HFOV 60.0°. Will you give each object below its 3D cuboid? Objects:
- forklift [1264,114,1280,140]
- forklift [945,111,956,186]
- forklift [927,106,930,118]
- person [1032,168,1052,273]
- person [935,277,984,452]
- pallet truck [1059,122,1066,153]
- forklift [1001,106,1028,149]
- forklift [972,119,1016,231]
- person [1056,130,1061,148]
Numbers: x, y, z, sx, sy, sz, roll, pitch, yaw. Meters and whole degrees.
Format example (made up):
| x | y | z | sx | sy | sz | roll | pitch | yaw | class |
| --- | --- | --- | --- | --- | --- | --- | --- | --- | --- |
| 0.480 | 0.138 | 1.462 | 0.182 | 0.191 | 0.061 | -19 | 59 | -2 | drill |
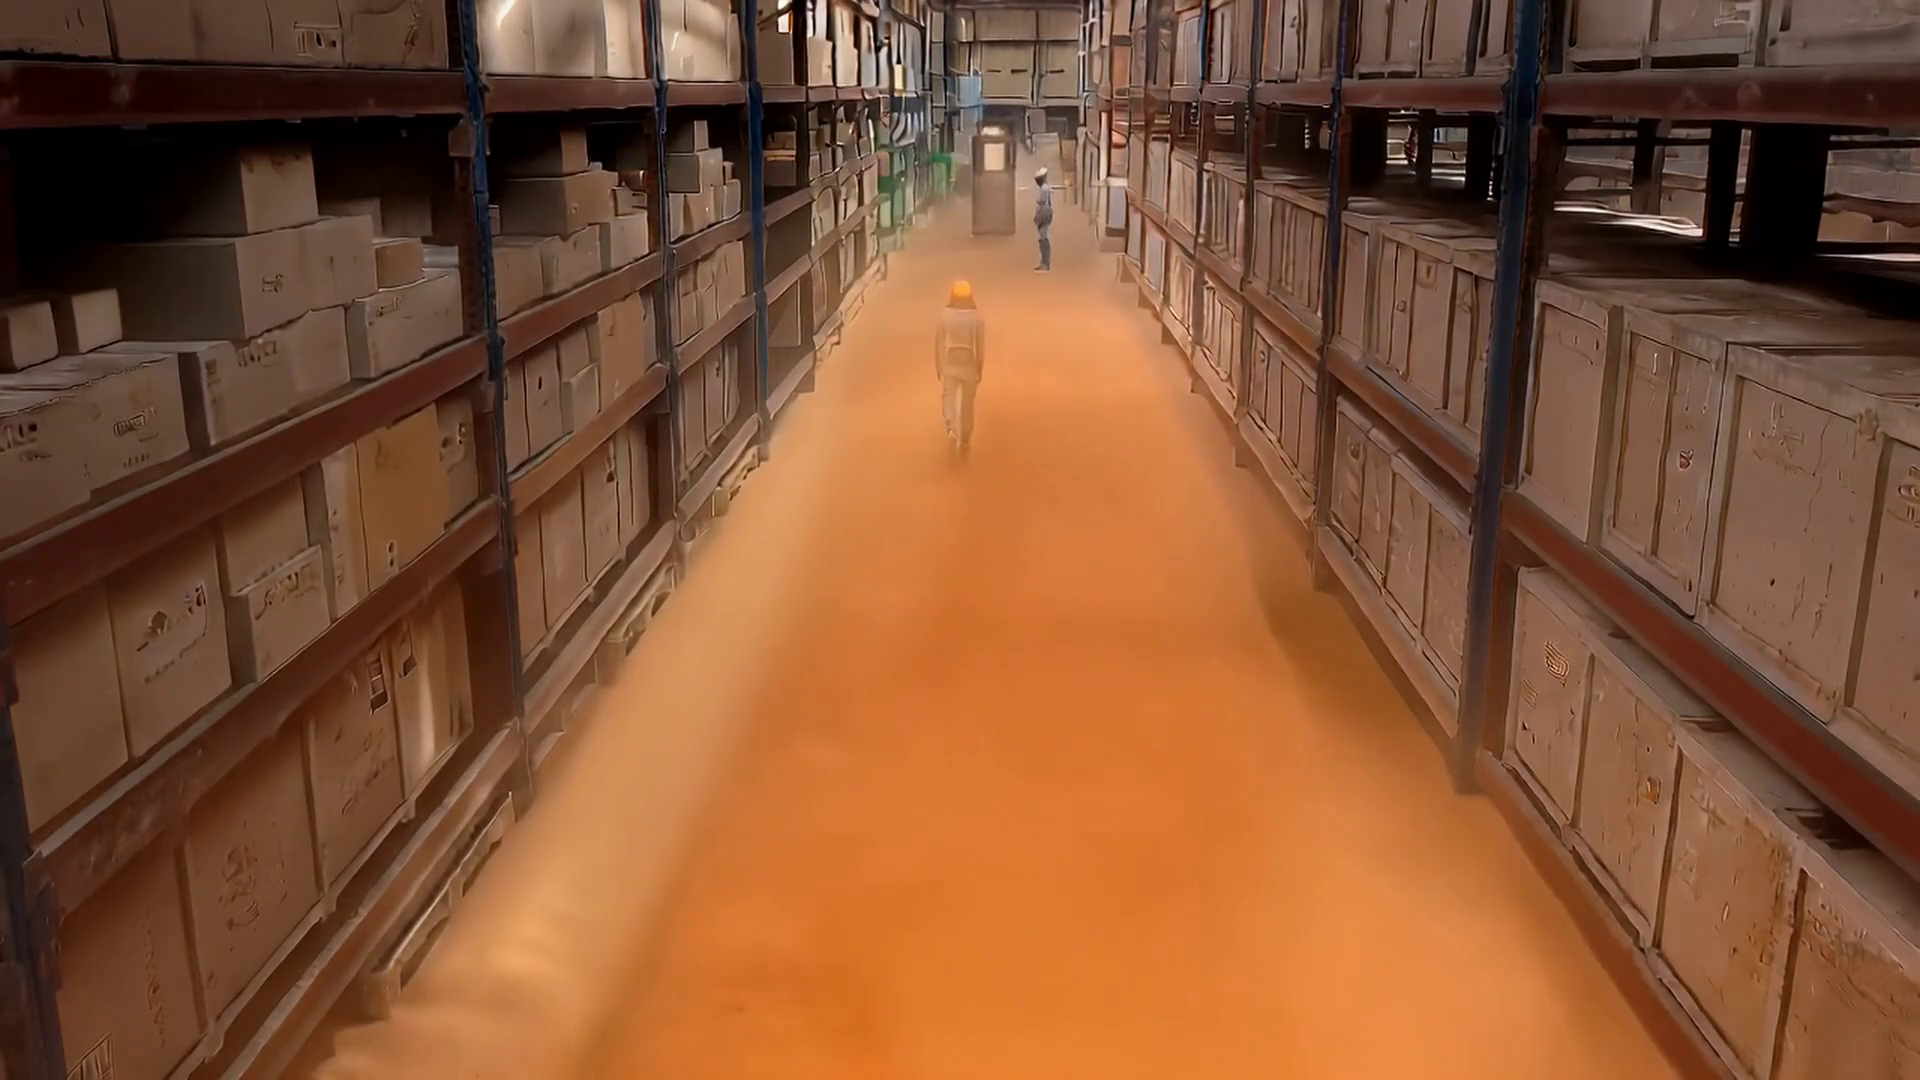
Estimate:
| x | y | z | sx | sy | sz | roll | pitch | yaw | class |
| --- | --- | --- | --- | --- | --- | --- | --- | --- | --- |
| 11.020 | -13.935 | 59.639 | 1.129 | 2.768 | 1.873 | 0 | 15 | 2 | forklift |
| -0.394 | -14.658 | 62.330 | 1.873 | 2.768 | 1.129 | 0 | 15 | 1 | forklift |
| -1.931 | -21.332 | 87.160 | 1.129 | 2.768 | 1.873 | 0 | 15 | 2 | forklift |
| 1.615 | -6.316 | 32.878 | 0.373 | 2.042 | 0.614 | 4 | 15 | 13 | person |
| -0.010 | -1.697 | 16.290 | 0.485 | 1.728 | 0.650 | 1 | 15 | 4 | person |
| 5.788 | -21.111 | 88.014 | 1.885 | 1.965 | 0.823 | 5 | 16 | 18 | pallet truck |
| 2.539 | -20.165 | 82.819 | 1.129 | 2.768 | 1.873 | -7 | 17 | -24 | forklift |
| 0.883 | -9.439 | 42.910 | 1.129 | 2.768 | 1.873 | 0 | 15 | 1 | forklift |
| 5.059 | -20.417 | 86.128 | 0.312 | 1.635 | 0.517 | 5 | 16 | 18 | person |
